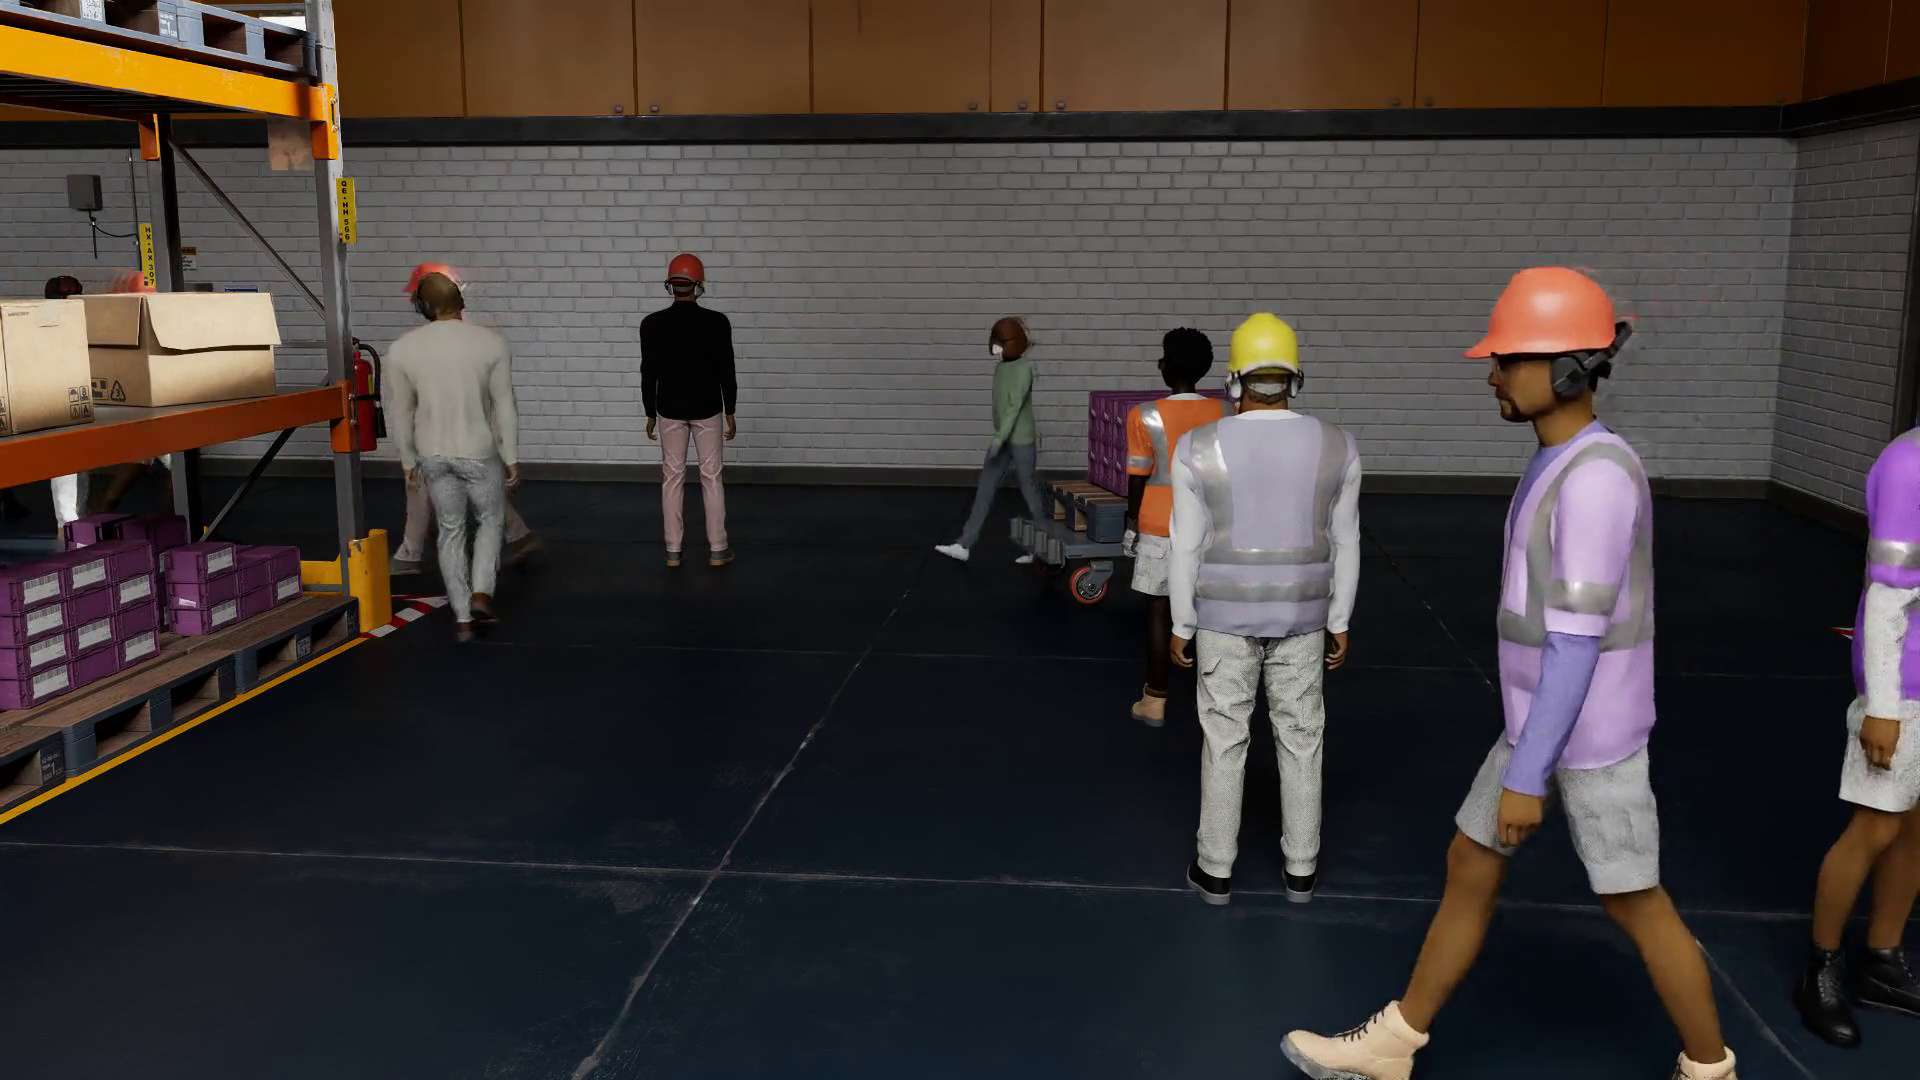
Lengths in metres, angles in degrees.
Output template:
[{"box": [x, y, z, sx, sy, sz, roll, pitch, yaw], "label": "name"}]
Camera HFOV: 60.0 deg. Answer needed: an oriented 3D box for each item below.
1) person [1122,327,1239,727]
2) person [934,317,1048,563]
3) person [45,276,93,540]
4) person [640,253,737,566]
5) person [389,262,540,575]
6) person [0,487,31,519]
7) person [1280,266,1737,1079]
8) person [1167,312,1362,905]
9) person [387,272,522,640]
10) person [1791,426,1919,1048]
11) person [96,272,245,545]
[{"box": [0.941, -0.051, 7.077, 0.541, 1.698, 0.315, -2, 10, -13], "label": "person"}, {"box": [0.243, -0.611, 10.576, 0.840, 1.590, 0.502, -5, 11, -24], "label": "person"}, {"box": [-6.225, -0.925, 11.679, 0.429, 1.842, 0.633, -2, 10, -10], "label": "person"}, {"box": [-1.726, -0.823, 10.651, 0.609, 1.996, 0.379, 0, 10, 0], "label": "person"}, {"box": [-3.179, -0.763, 10.453, 0.999, 1.954, 0.612, -3, 10, -14], "label": "person"}, {"box": [-7.364, -1.109, 12.495, 0.547, 1.925, 0.391, 0, 10, -2], "label": "person"}, {"box": [1.319, 0.397, 3.708, 1.059, 1.984, 0.625, 2, 10, 9], "label": "person"}, {"box": [0.925, 0.222, 5.128, 0.590, 1.836, 0.404, 0, 10, -1], "label": "person"}, {"box": [-2.601, -0.428, 8.646, 0.656, 1.906, 0.443, -1, 10, -4], "label": "person"}, {"box": [2.451, 0.347, 4.179, 0.592, 1.923, 0.470, -5, 11, -28], "label": "person"}, {"box": [-5.370, -0.820, 10.964, 1.014, 1.894, 0.555, -3, 10, -19], "label": "person"}]
